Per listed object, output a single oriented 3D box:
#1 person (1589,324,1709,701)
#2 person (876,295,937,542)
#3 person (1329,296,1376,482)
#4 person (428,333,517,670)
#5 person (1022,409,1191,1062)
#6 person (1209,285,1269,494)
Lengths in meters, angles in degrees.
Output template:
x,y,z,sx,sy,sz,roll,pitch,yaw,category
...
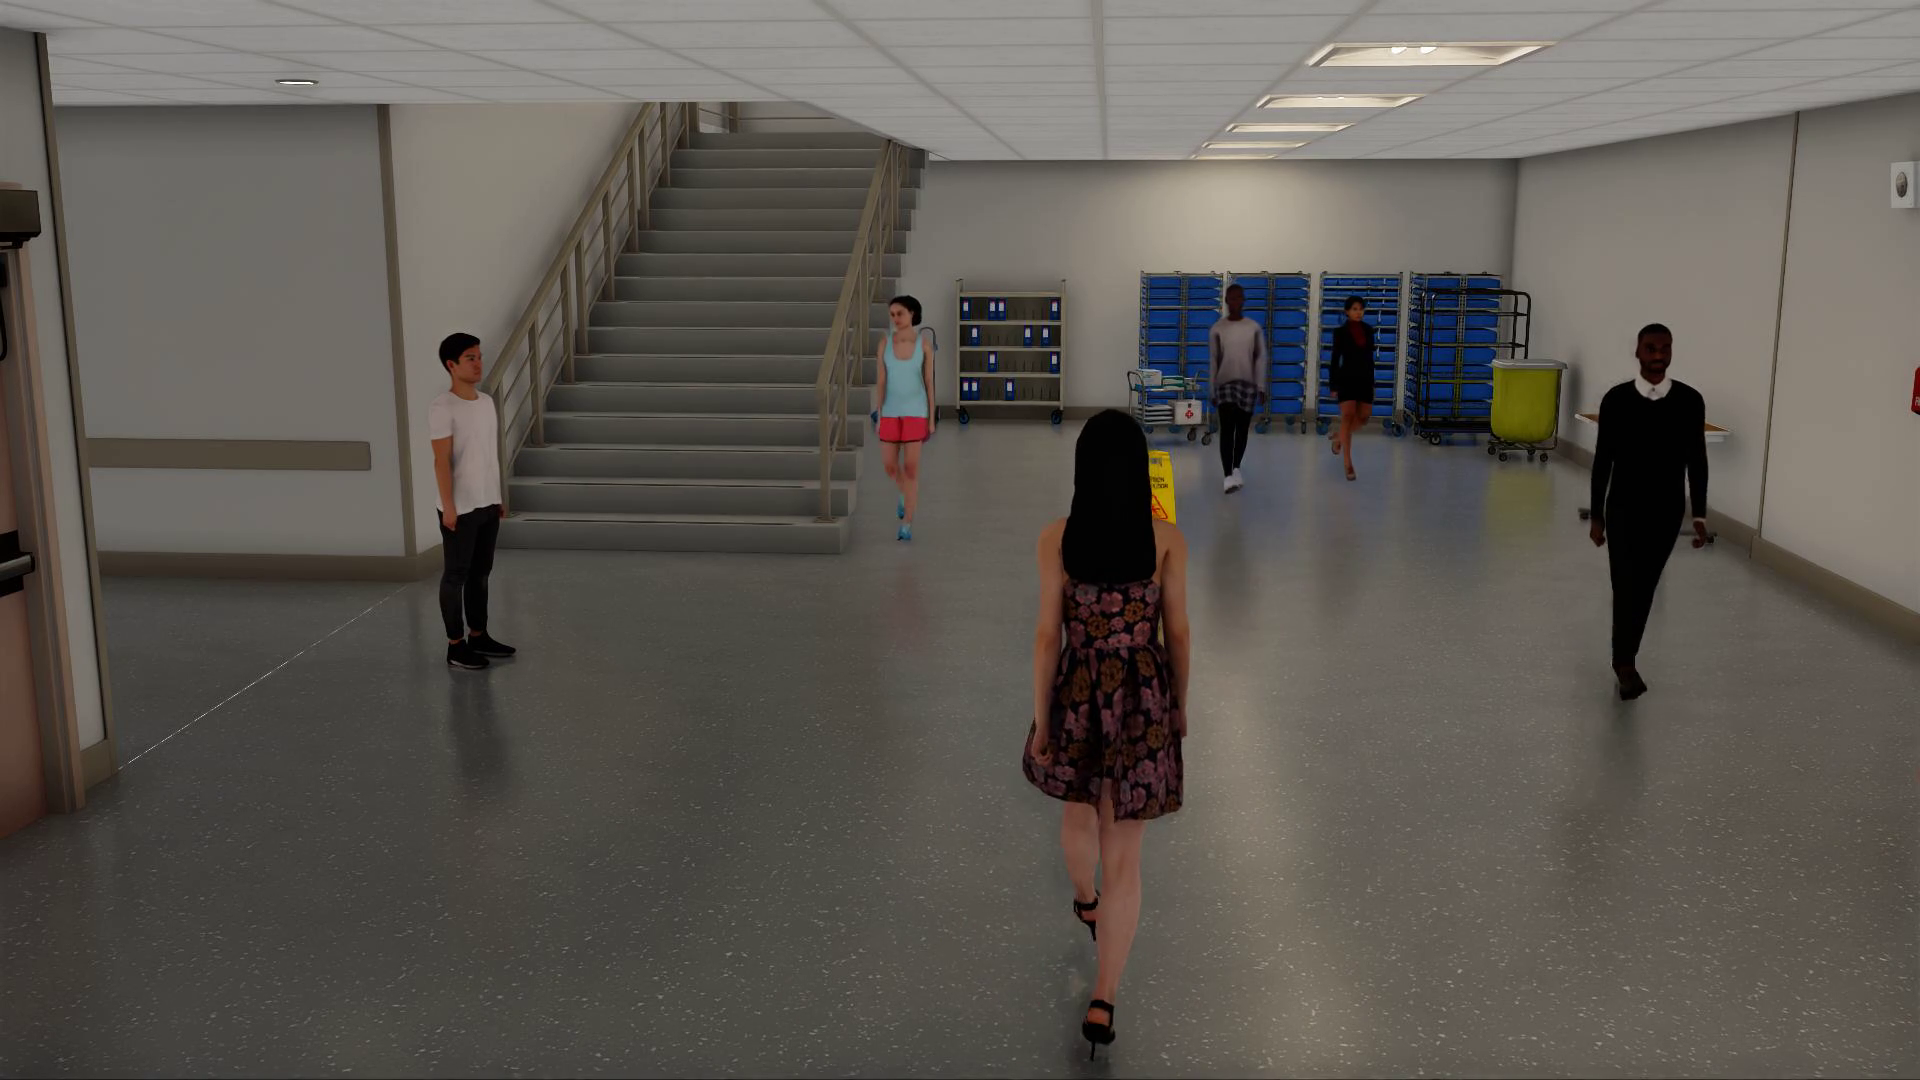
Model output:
x,y,z,sx,sy,sz,roll,pitch,yaw,category
3.311,-0.137,8.093,0.695,1.767,1.125,2,11,9,person
-0.391,-0.883,12.056,0.612,1.754,0.871,1,11,7,person
3.504,-1.363,14.931,0.738,1.626,0.935,-3,11,-13,person
-2.561,-0.220,8.650,0.731,1.722,0.551,4,11,18,person
0.412,0.556,4.524,0.627,1.735,1.091,1,11,4,person
2.351,-1.256,14.109,0.650,1.723,1.166,0,11,2,person
